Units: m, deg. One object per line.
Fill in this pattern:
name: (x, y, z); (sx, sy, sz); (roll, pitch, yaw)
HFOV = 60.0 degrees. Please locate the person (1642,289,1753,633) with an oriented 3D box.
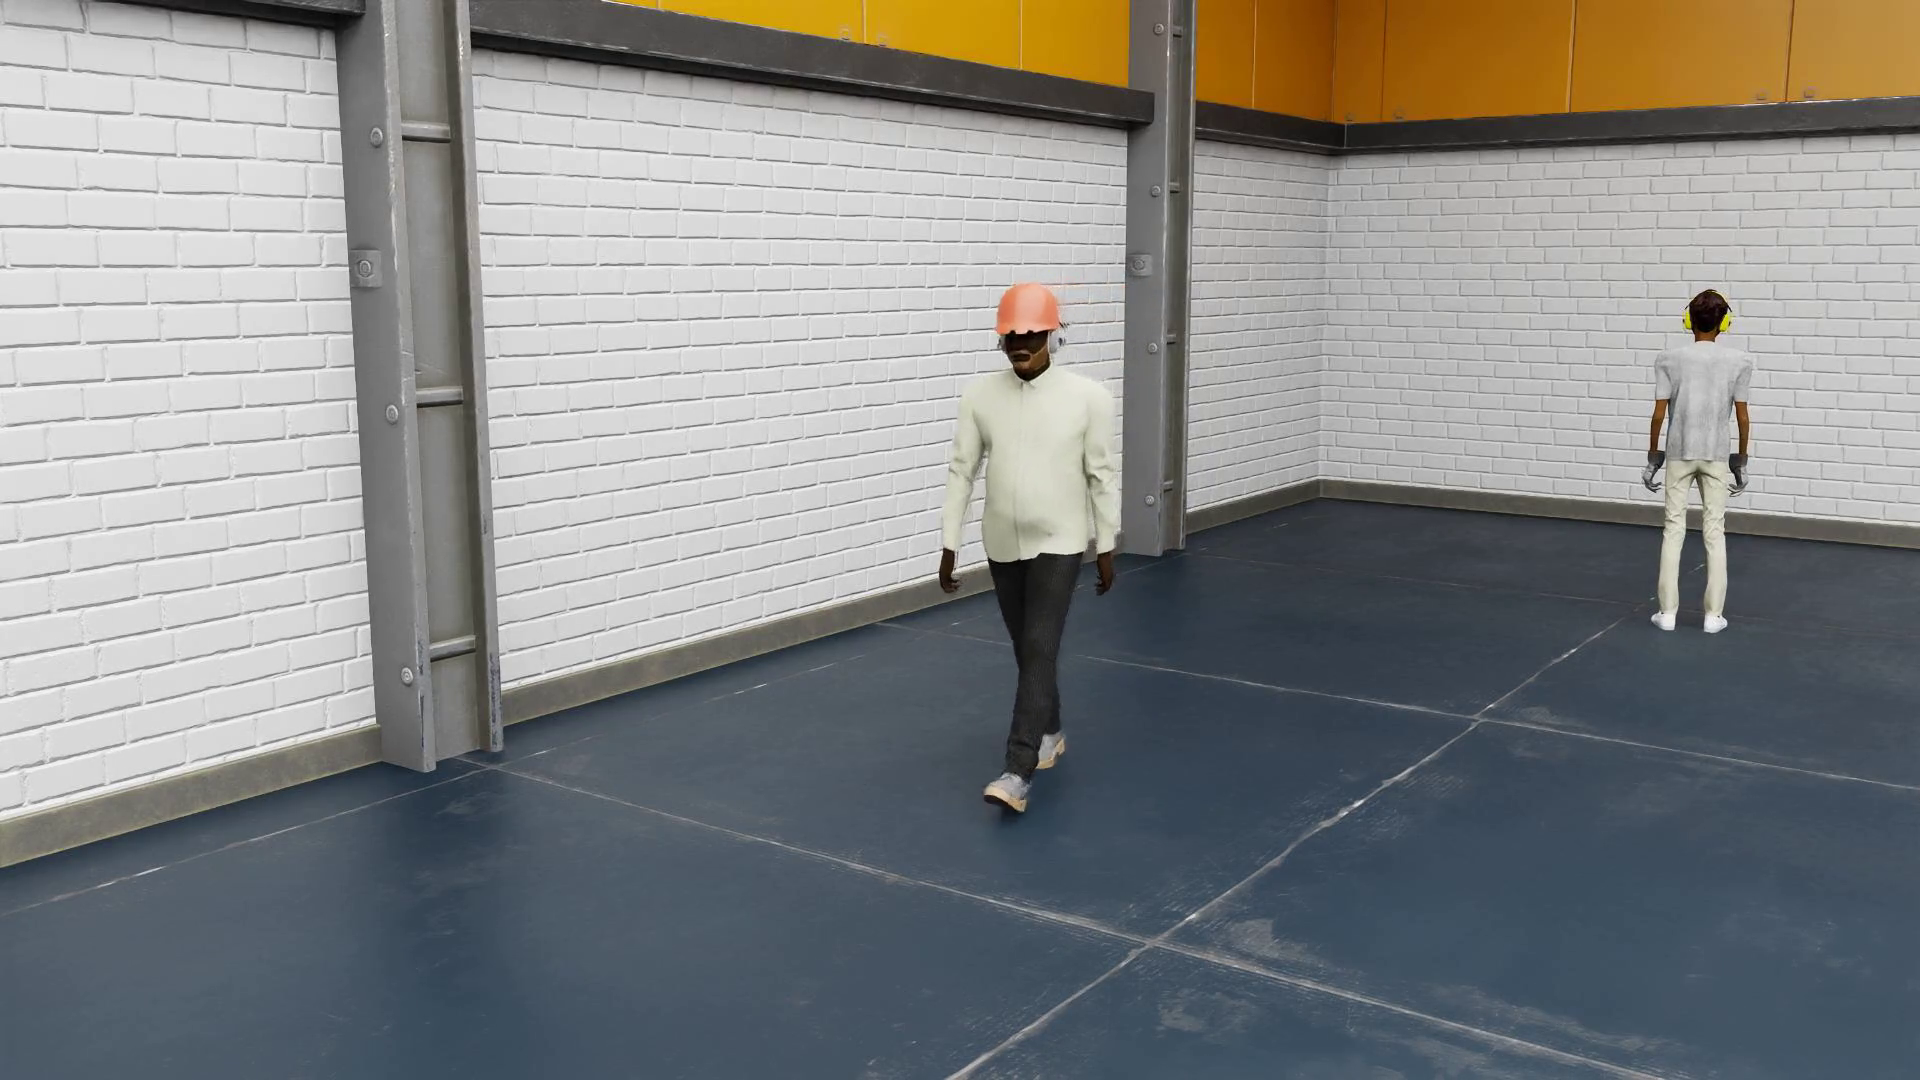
person: (4.026, -0.427, 9.093); (0.533, 1.868, 0.310); (3, 10, 20)

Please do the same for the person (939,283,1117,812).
person: (0.237, 0.008, 6.301); (0.652, 1.935, 1.041); (4, 10, 21)
